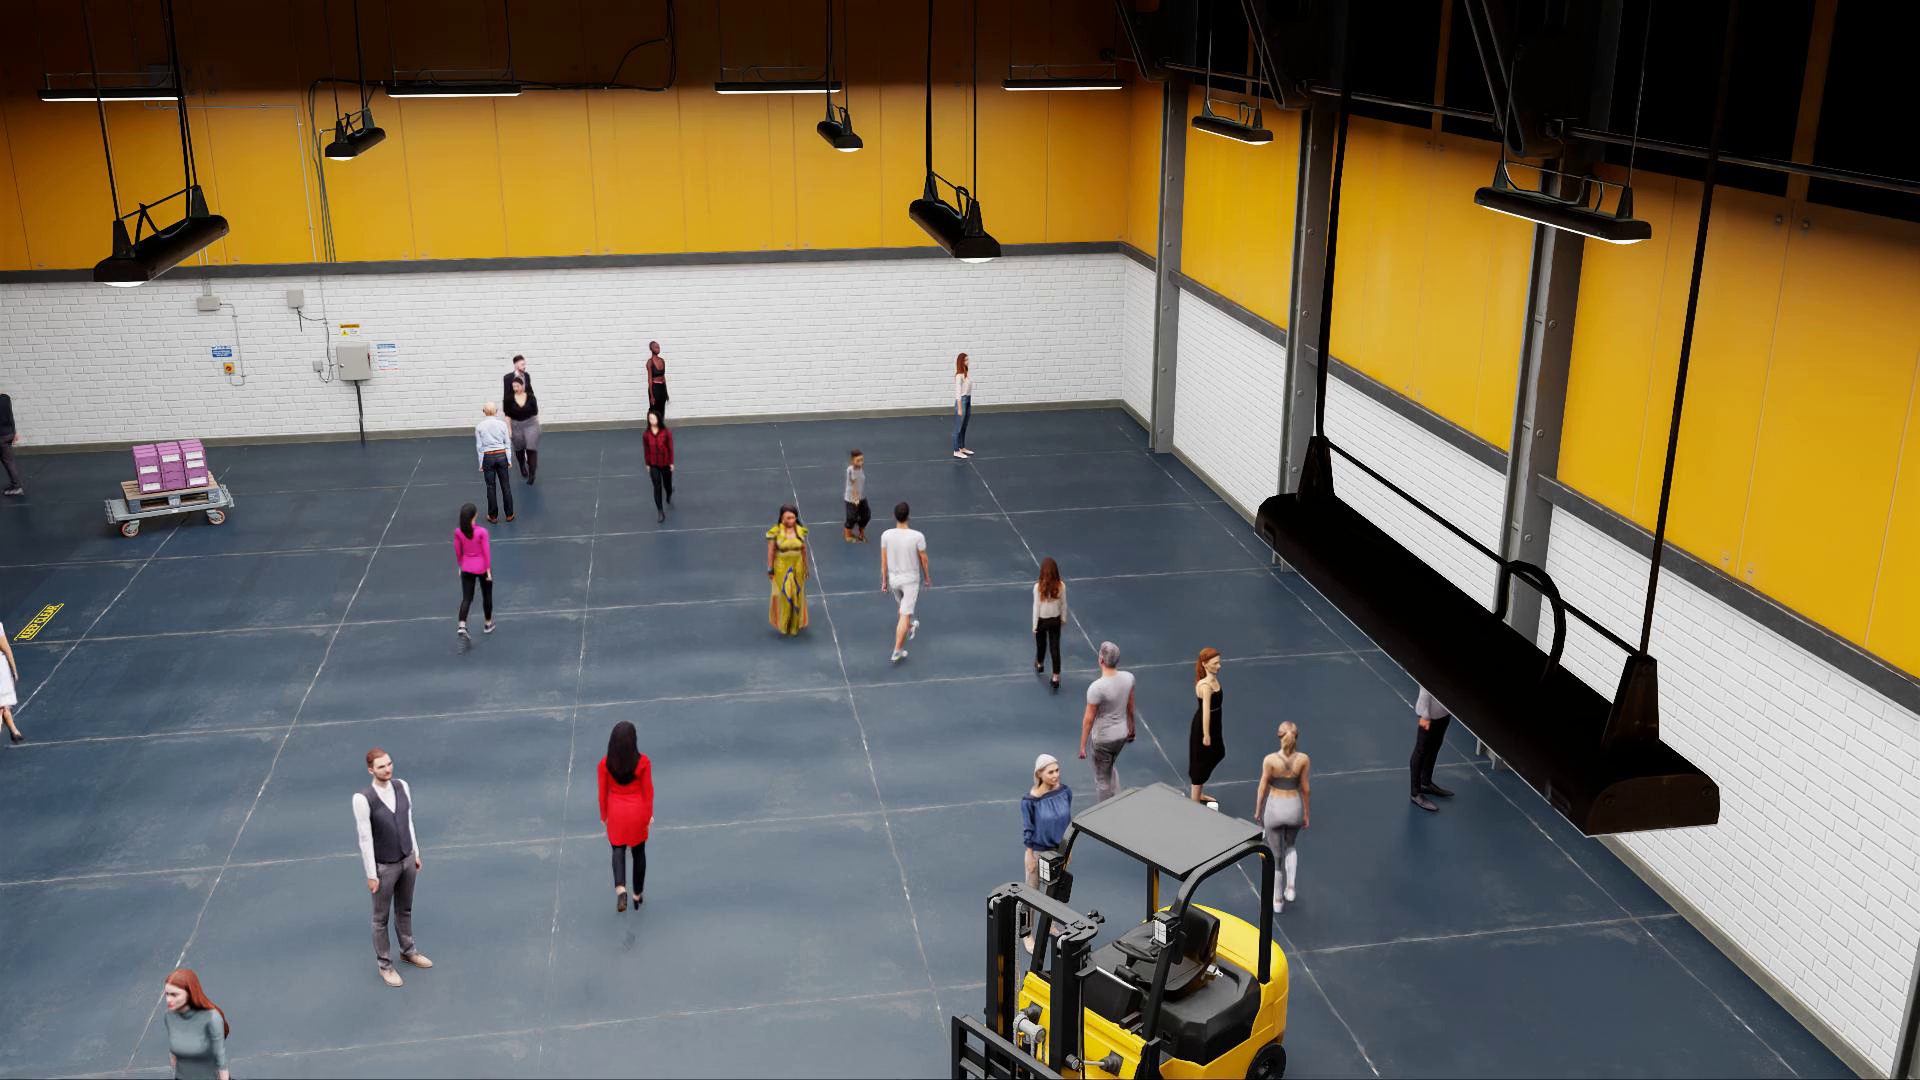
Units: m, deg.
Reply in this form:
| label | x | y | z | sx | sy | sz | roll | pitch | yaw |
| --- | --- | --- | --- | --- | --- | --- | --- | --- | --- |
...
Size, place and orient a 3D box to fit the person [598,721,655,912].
| label | x | y | z | sx | sy | sz | roll | pitch | yaw |
| --- | --- | --- | --- | --- | --- | --- | --- | --- | --- |
| person | -2.772 | 2.353 | 13.861 | 0.618 | 1.740 | 0.794 | -2 | 19 | -7 |

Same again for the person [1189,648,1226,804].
| label | x | y | z | sx | sy | sz | roll | pitch | yaw |
| --- | --- | --- | --- | --- | --- | --- | --- | --- | --- |
| person | 2.319 | 1.781 | 15.743 | 0.713 | 1.625 | 0.623 | 5 | 19 | 15 |

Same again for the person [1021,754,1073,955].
| label | x | y | z | sx | sy | sz | roll | pitch | yaw |
| --- | --- | --- | --- | --- | --- | --- | --- | --- | --- |
| person | 0.687 | 2.515 | 13.455 | 0.688 | 1.694 | 0.683 | -11 | 22 | -30 |

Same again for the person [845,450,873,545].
| label | x | y | z | sx | sy | sz | roll | pitch | yaw |
| --- | --- | --- | --- | --- | --- | --- | --- | --- | --- |
| person | -1.493 | -0.652 | 23.271 | 0.811 | 1.431 | 0.749 | 8 | 20 | 21 |

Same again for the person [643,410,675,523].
| label | x | y | z | sx | sy | sz | roll | pitch | yaw |
| --- | --- | --- | --- | --- | --- | --- | --- | --- | --- |
| person | -4.377 | -1.117 | 24.325 | 0.670 | 1.639 | 0.942 | 0 | 19 | -1 |

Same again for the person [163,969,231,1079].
| label | x | y | z | sx | sy | sz | roll | pitch | yaw |
| --- | --- | --- | --- | --- | --- | --- | --- | --- | --- |
| person | -4.756 | 3.460 | 10.590 | 0.789 | 1.730 | 0.978 | 4 | 19 | 13 |

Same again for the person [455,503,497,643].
| label | x | y | z | sx | sy | sz | roll | pitch | yaw |
| --- | --- | --- | --- | --- | --- | --- | --- | --- | --- |
| person | -5.796 | 0.405 | 19.750 | 0.773 | 1.674 | 1.124 | 2 | 19 | 5 |

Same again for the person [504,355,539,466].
| label | x | y | z | sx | sy | sz | roll | pitch | yaw |
| --- | --- | --- | --- | --- | --- | --- | --- | --- | --- |
| person | -7.187 | -2.110 | 26.993 | 1.121 | 1.818 | 1.034 | 15 | 23 | 37 |

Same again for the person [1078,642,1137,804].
| label | x | y | z | sx | sy | sz | roll | pitch | yaw |
| --- | --- | --- | --- | --- | --- | --- | --- | --- | --- |
| person | 1.437 | 1.843 | 15.275 | 0.912 | 1.805 | 0.902 | -17 | 25 | -41 |

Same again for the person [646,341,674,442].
| label | x | y | z | sx | sy | sz | roll | pitch | yaw |
| --- | --- | --- | --- | --- | --- | --- | --- | --- | --- |
| person | -5.161 | -2.518 | 28.300 | 0.722 | 1.758 | 0.654 | 11 | 22 | 30 |

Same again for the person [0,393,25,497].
| label | x | y | z | sx | sy | sz | roll | pitch | yaw |
| --- | --- | --- | --- | --- | --- | --- | --- | --- | --- |
| person | -14.480 | -1.569 | 25.328 | 0.788 | 1.856 | 0.638 | 0 | 19 | 1 |

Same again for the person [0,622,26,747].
| label | x | y | z | sx | sy | sz | roll | pitch | yaw |
| --- | --- | --- | --- | --- | --- | --- | --- | --- | --- |
| person | -9.661 | 1.426 | 16.562 | 0.643 | 1.775 | 1.183 | -3 | 19 | -8 |

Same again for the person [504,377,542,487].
| label | x | y | z | sx | sy | sz | roll | pitch | yaw |
| --- | --- | --- | --- | --- | --- | --- | --- | --- | --- |
| person | -6.828 | -1.720 | 26.030 | 0.698 | 1.693 | 1.121 | -6 | 19 | -17 |

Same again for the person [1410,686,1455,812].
| label | x | y | z | sx | sy | sz | roll | pitch | yaw |
| --- | --- | --- | --- | --- | --- | --- | --- | --- | --- |
| person | 4.516 | 1.587 | 15.856 | 0.869 | 1.920 | 0.841 | 16 | 25 | 40 |

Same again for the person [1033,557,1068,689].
| label | x | y | z | sx | sy | sz | roll | pitch | yaw |
| --- | --- | --- | --- | --- | --- | --- | --- | --- | --- |
| person | 1.013 | 0.953 | 18.482 | 0.560 | 1.445 | 0.970 | -3 | 19 | -9 |

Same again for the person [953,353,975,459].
| label | x | y | z | sx | sy | sz | roll | pitch | yaw |
| --- | --- | --- | --- | --- | --- | --- | --- | --- | --- |
| person | 0.044 | -2.248 | 27.544 | 0.710 | 1.728 | 0.619 | 9 | 21 | 25 |

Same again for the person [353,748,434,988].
| label | x | y | z | sx | sy | sz | roll | pitch | yaw |
| --- | --- | --- | --- | --- | --- | --- | --- | --- | --- |
| person | -4.482 | 2.518 | 13.064 | 0.798 | 1.938 | 0.732 | 12 | 22 | 32 |

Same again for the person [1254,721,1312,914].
| label | x | y | z | sx | sy | sz | roll | pitch | yaw |
| --- | --- | --- | --- | --- | --- | --- | --- | --- | --- |
| person | 2.727 | 2.356 | 13.930 | 0.598 | 1.691 | 0.595 | -1 | 19 | -4 |

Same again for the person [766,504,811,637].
| label | x | y | z | sx | sy | sz | roll | pitch | yaw |
| --- | --- | --- | --- | --- | --- | --- | --- | --- | --- |
| person | -2.100 | 0.336 | 19.999 | 0.882 | 1.647 | 0.983 | -12 | 22 | -31 |

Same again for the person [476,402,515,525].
| label | x | y | z | sx | sy | sz | roll | pitch | yaw |
| --- | --- | --- | --- | --- | --- | --- | --- | --- | --- |
| person | -6.748 | -1.135 | 24.138 | 0.688 | 1.792 | 0.647 | -8 | 20 | -21 |

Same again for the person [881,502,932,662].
| label | x | y | z | sx | sy | sz | roll | pitch | yaw |
| --- | --- | --- | --- | --- | --- | --- | --- | --- | --- |
| person | -0.668 | 0.516 | 19.220 | 1.113 | 1.801 | 1.353 | 7 | 20 | 19 |
